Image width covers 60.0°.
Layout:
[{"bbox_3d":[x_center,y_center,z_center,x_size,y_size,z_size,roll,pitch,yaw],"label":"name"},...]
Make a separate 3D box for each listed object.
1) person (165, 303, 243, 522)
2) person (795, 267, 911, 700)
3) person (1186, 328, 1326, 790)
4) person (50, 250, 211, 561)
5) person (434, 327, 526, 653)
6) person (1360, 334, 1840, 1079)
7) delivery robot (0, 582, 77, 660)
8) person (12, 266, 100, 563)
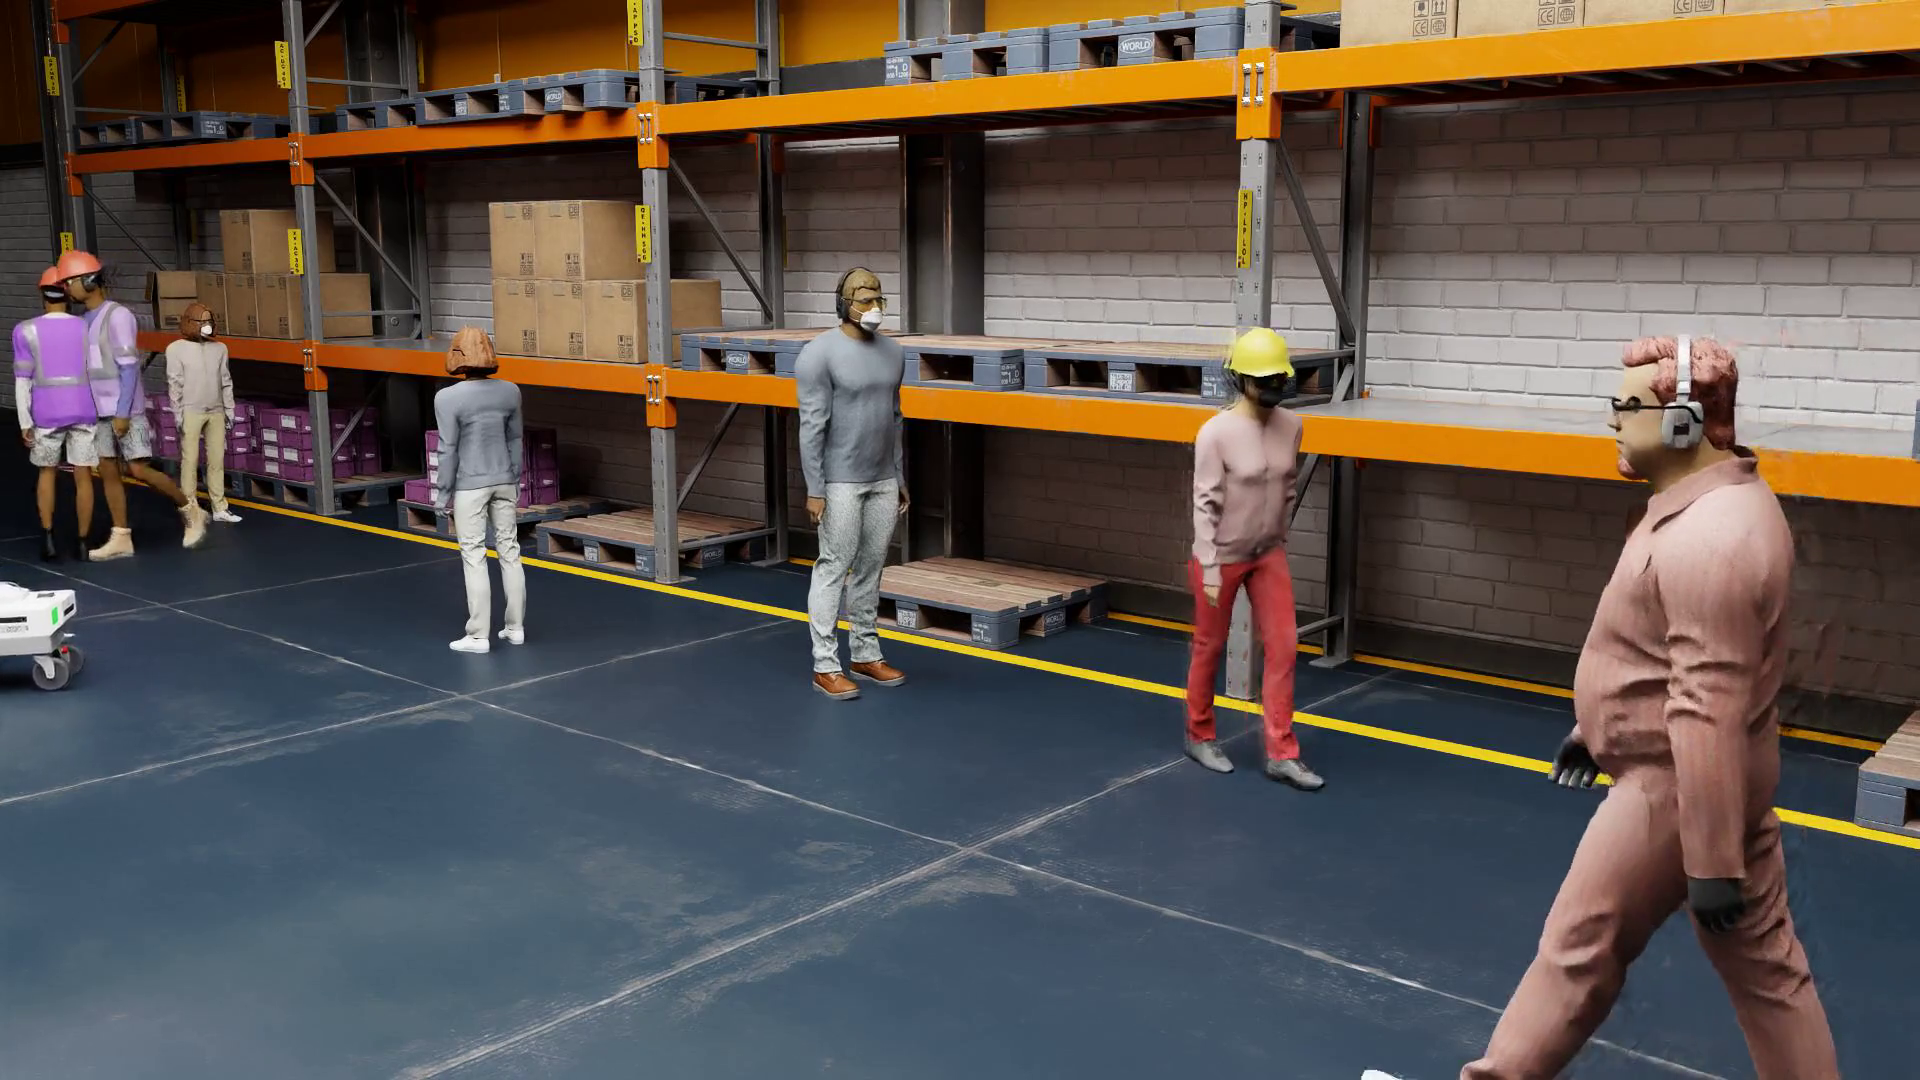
[{"bbox_3d":[-5.521,-0.908,12.138,0.278,1.628,0.499,6,12,33],"label":"person"},{"bbox_3d":[-0.471,-0.260,7.553,0.354,1.937,0.635,9,13,40],"label":"person"},{"bbox_3d":[1.094,0.076,6.217,0.540,1.723,0.755,-6,11,-29],"label":"person"},{"bbox_3d":[-5.425,-0.871,10.839,0.623,2.012,0.754,6,12,32],"label":"person"},{"bbox_3d":[-2.410,-0.250,8.359,0.280,1.634,0.498,8,13,38],"label":"person"},{"bbox_3d":[1.421,0.505,3.451,1.029,1.847,0.656,6,12,32],"label":"person"},{"bbox_3d":[-4.462,0.370,7.626,0.707,0.478,0.477,-2,11,-14],"label":"delivery robot"},{"bbox_3d":[-5.767,-0.799,10.732,0.556,1.904,0.502,-6,11,-30],"label":"person"}]
